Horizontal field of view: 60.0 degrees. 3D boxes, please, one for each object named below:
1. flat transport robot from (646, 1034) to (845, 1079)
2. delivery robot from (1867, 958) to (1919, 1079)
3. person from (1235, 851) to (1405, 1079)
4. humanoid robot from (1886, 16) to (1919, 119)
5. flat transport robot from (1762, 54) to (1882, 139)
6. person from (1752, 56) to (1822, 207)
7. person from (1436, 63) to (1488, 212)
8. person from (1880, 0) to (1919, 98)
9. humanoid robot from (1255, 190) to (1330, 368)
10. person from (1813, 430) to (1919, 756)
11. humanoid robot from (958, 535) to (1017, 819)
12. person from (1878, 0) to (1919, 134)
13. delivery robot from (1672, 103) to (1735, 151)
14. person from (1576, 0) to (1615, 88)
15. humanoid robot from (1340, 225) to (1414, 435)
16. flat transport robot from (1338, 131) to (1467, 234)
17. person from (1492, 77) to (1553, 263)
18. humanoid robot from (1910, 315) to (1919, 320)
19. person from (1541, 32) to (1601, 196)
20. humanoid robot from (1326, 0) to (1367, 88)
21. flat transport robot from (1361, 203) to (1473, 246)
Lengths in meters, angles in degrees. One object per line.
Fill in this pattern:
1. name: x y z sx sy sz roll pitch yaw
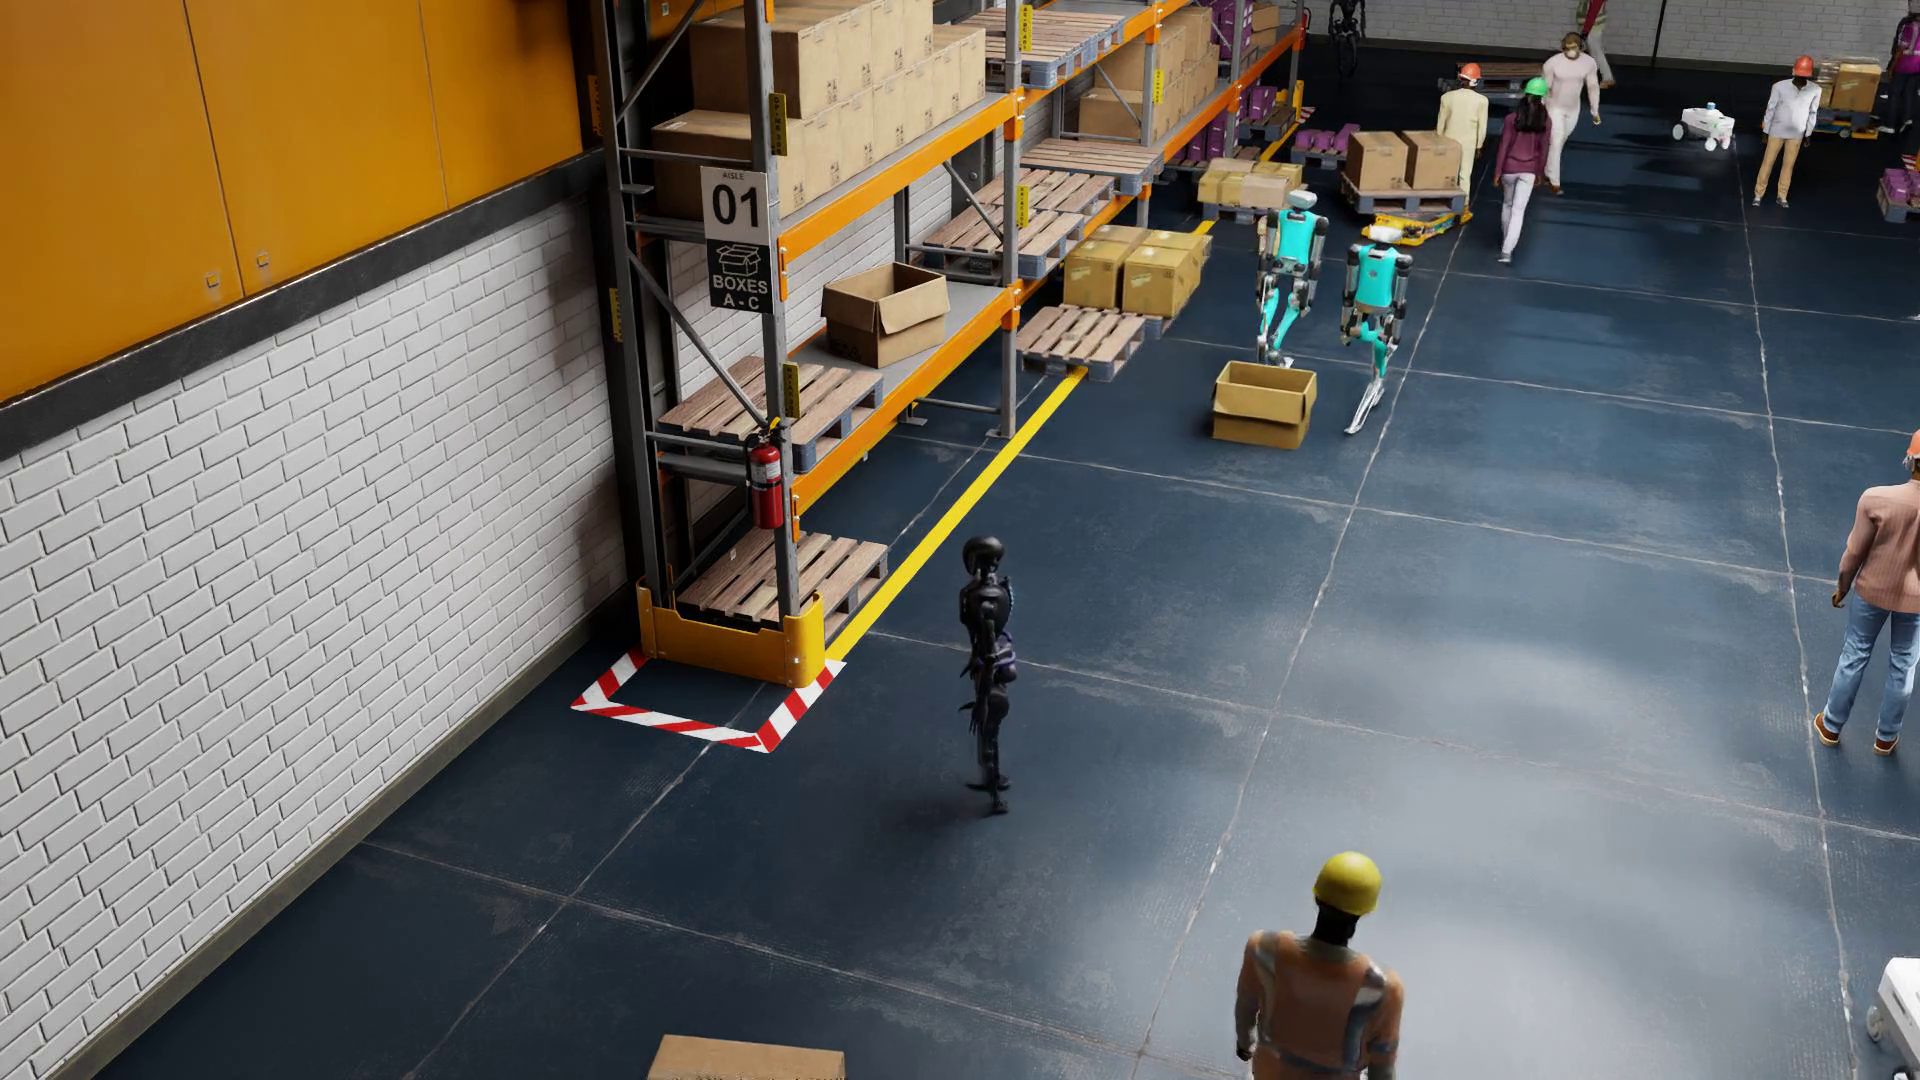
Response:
1. flat transport robot: -0.925 2.833 6.256 1.431 0.231 0.659 -16 31 -28
2. delivery robot: 4.279 2.173 7.206 0.499 0.579 0.767 2 27 4
3. person: 1.301 1.958 6.172 0.617 1.889 0.685 11 29 21
4. humanoid robot: 13.317 -6.732 23.283 0.585 1.646 0.495 23 35 37
5. flat transport robot: 11.853 -5.742 22.888 1.431 0.231 0.659 13 30 24
6. person: 9.638 -4.755 19.362 0.562 1.742 0.335 7 28 13
7. person: 5.689 -4.530 18.918 0.562 1.748 0.336 16 31 28
8. person: 13.961 -7.250 24.339 0.497 1.610 0.527 8 28 15
9. humanoid robot: 2.718 -2.034 14.081 0.552 1.713 1.004 12 30 23
10. person: 5.231 0.293 9.305 0.608 1.992 0.383 11 29 21
11. humanoid robot: 0.131 0.718 8.819 0.323 1.662 0.585 -2 27 -4
12. person: 12.806 -6.380 22.424 0.573 1.827 0.549 -7 28 -13
13. delivery robot: 9.931 -5.514 22.155 0.525 0.613 0.784 -8 28 -15
14. person: 9.559 -7.741 25.121 0.942 1.809 0.639 6 28 11
15. humanoid robot: 3.470 -1.779 13.651 0.540 1.776 1.030 18 32 30
16. flat transport robot: 5.037 -3.784 19.090 0.659 0.231 1.431 -1 27 -1
17. person: 5.910 -3.898 17.567 0.501 1.895 0.965 12 30 22
18. humanoid robot: 9.362 -2.800 15.576 0.868 1.771 0.597 -16 31 -28
19. person: 7.241 -5.066 19.798 0.660 1.894 0.908 -3 27 -6
20. humanoid robot: 5.825 -7.622 25.014 0.630 1.624 0.470 -2 27 -4
21. flat transport robot: 5.174 -3.613 18.760 0.659 0.231 1.431 21 34 35
